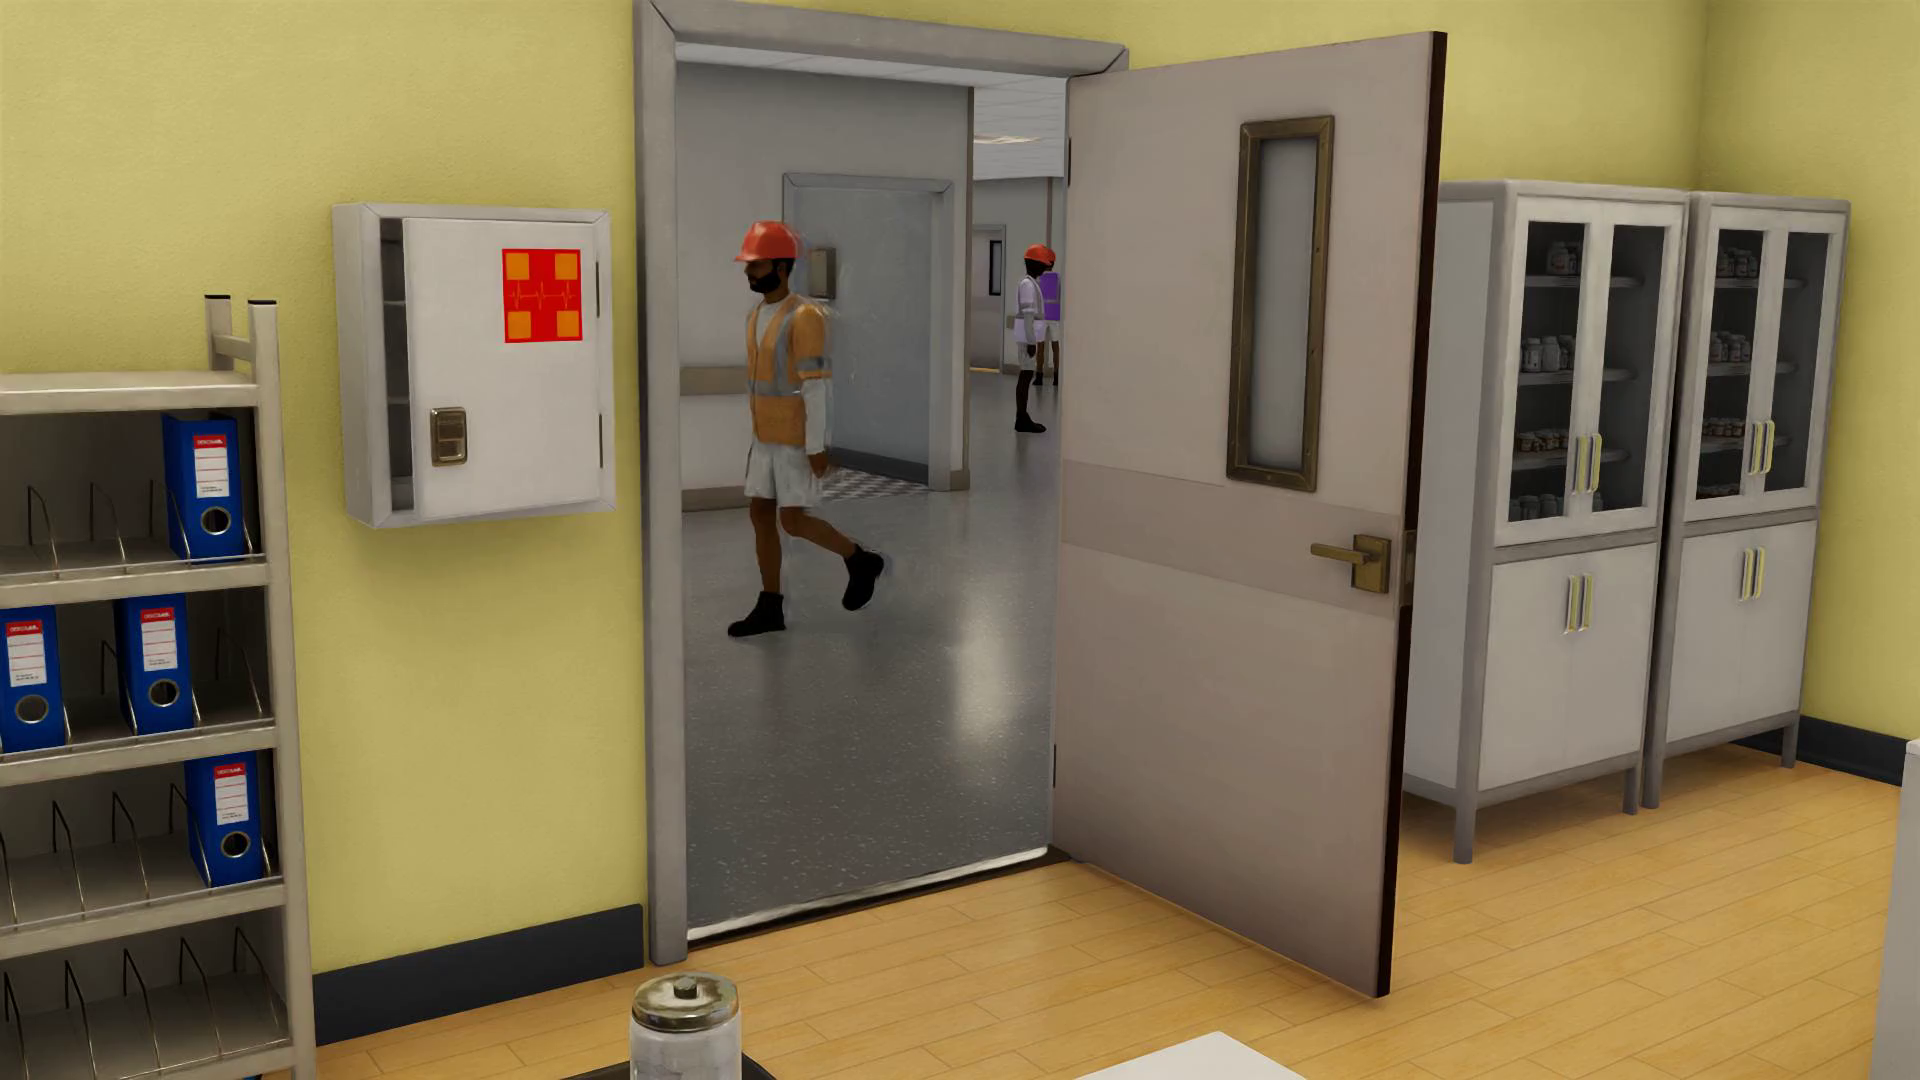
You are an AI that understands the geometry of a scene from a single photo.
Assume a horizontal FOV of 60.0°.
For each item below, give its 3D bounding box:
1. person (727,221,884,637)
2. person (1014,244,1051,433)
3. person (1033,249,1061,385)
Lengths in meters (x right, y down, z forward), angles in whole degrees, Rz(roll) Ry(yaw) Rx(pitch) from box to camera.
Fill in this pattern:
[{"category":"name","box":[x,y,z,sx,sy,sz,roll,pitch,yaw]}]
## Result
[{"category":"person","box":[-0.727,-0.508,7.724,0.692,1.919,0.556,-6,12,-36]},{"category":"person","box":[0.741,-2.074,17.152,0.374,1.929,0.542,1,10,0]},{"category":"person","box":[1.237,-3.166,23.693,0.545,1.939,0.374,0,10,-4]}]
